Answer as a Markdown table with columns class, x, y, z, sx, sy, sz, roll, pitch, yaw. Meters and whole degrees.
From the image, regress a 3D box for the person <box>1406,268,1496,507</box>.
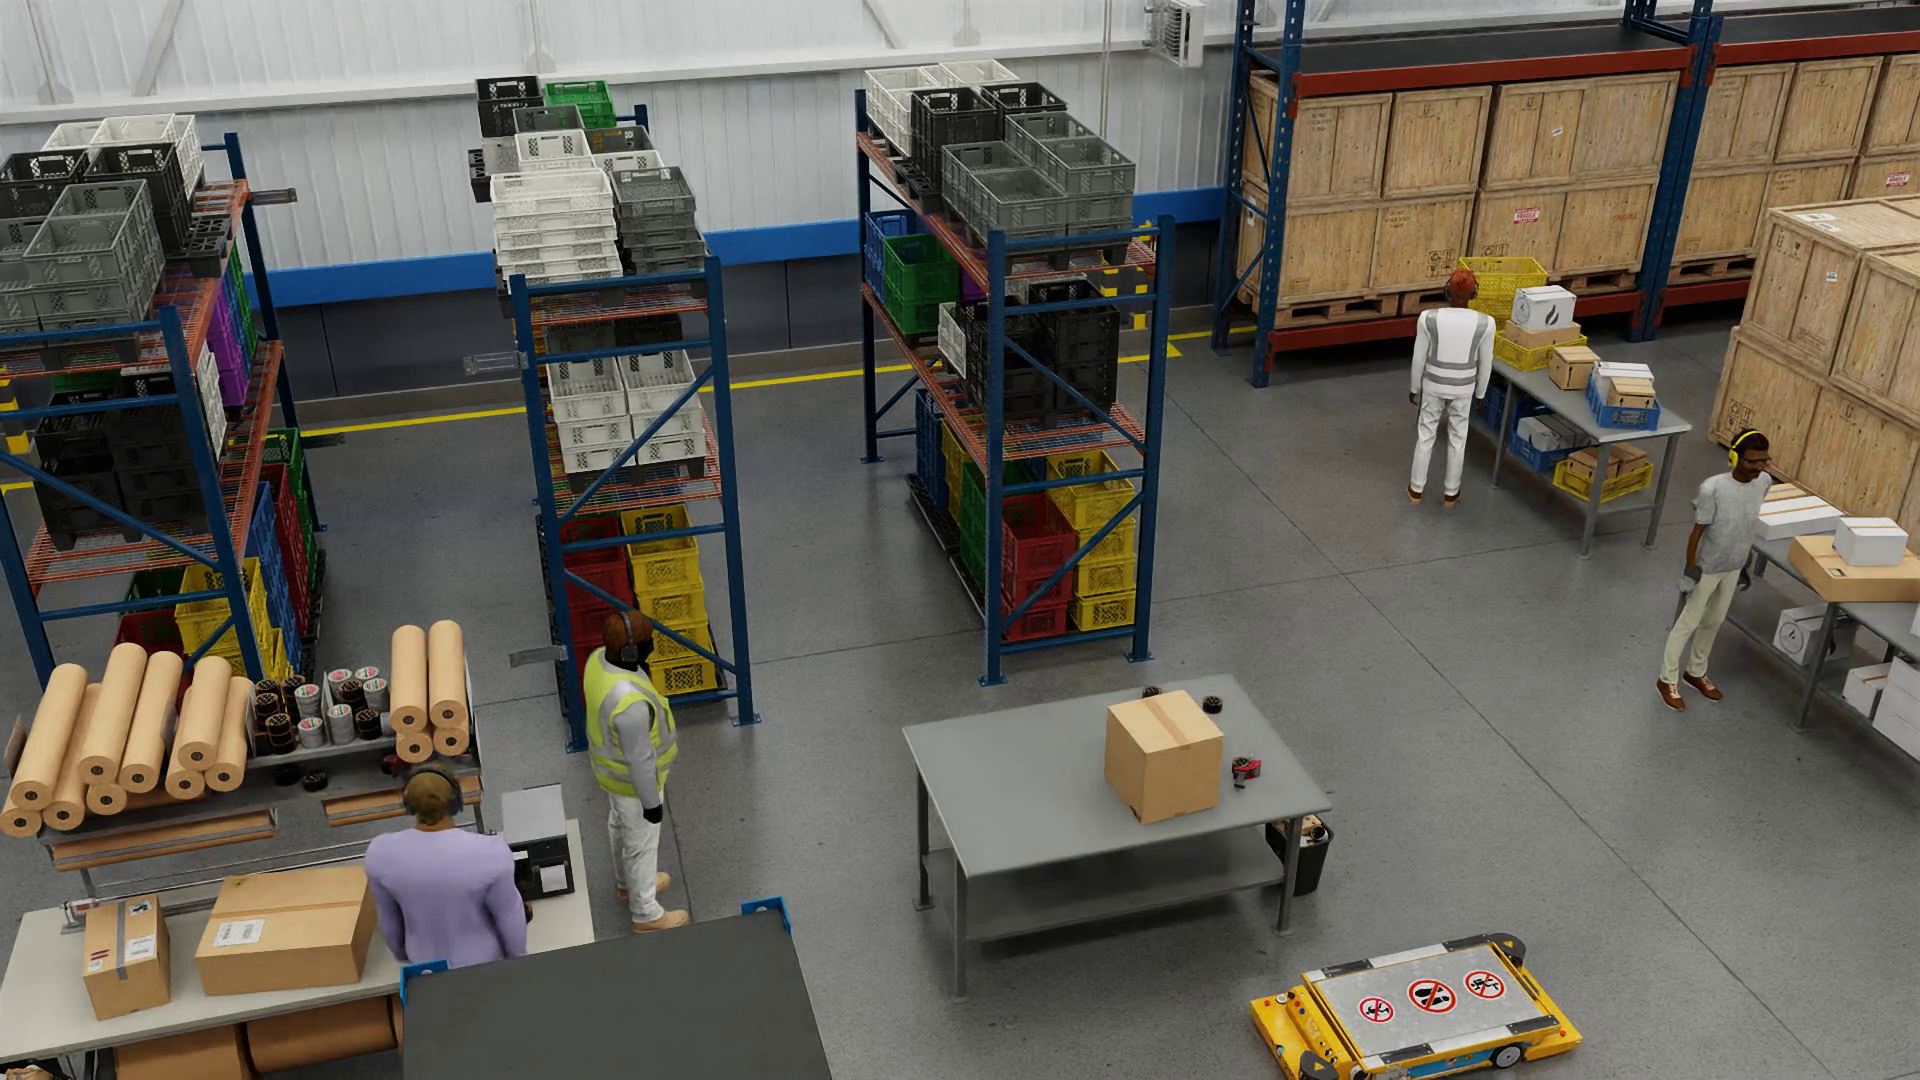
| class | x | y | z | sx | sy | sz | roll | pitch | yaw |
| --- | --- | --- | --- | --- | --- | --- | --- | --- | --- |
| person | 3.683 | -1.138 | 12.552 | 0.587 | 1.888 | 0.392 | 8 | 30 | 14 |

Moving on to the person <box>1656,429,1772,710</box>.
| class | x | y | z | sx | sy | sz | roll | pitch | yaw |
| --- | --- | --- | --- | --- | --- | --- | --- | --- | --- |
| person | 4.650 | 0.178 | 10.170 | 0.538 | 1.860 | 0.312 | -10 | 30 | -17 |

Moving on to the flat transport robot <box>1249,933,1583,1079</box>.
| class | x | y | z | sx | sy | sz | roll | pitch | yaw |
| --- | --- | --- | --- | --- | --- | --- | --- | --- | --- |
| flat transport robot | 2.184 | 2.282 | 7.980 | 1.431 | 0.197 | 0.652 | -8 | 30 | -14 |

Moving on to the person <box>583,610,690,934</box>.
| class | x | y | z | sx | sy | sz | roll | pitch | yaw |
| --- | --- | --- | --- | --- | --- | --- | --- | --- | --- |
| person | -1.637 | 1.166 | 8.406 | 0.429 | 1.836 | 0.631 | -13 | 31 | -23 |

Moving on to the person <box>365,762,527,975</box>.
| class | x | y | z | sx | sy | sz | roll | pitch | yaw |
| --- | --- | --- | --- | --- | --- | --- | --- | --- | --- |
| person | -2.157 | 1.790 | 7.172 | 0.626 | 1.930 | 0.376 | 1 | 29 | 2 |
